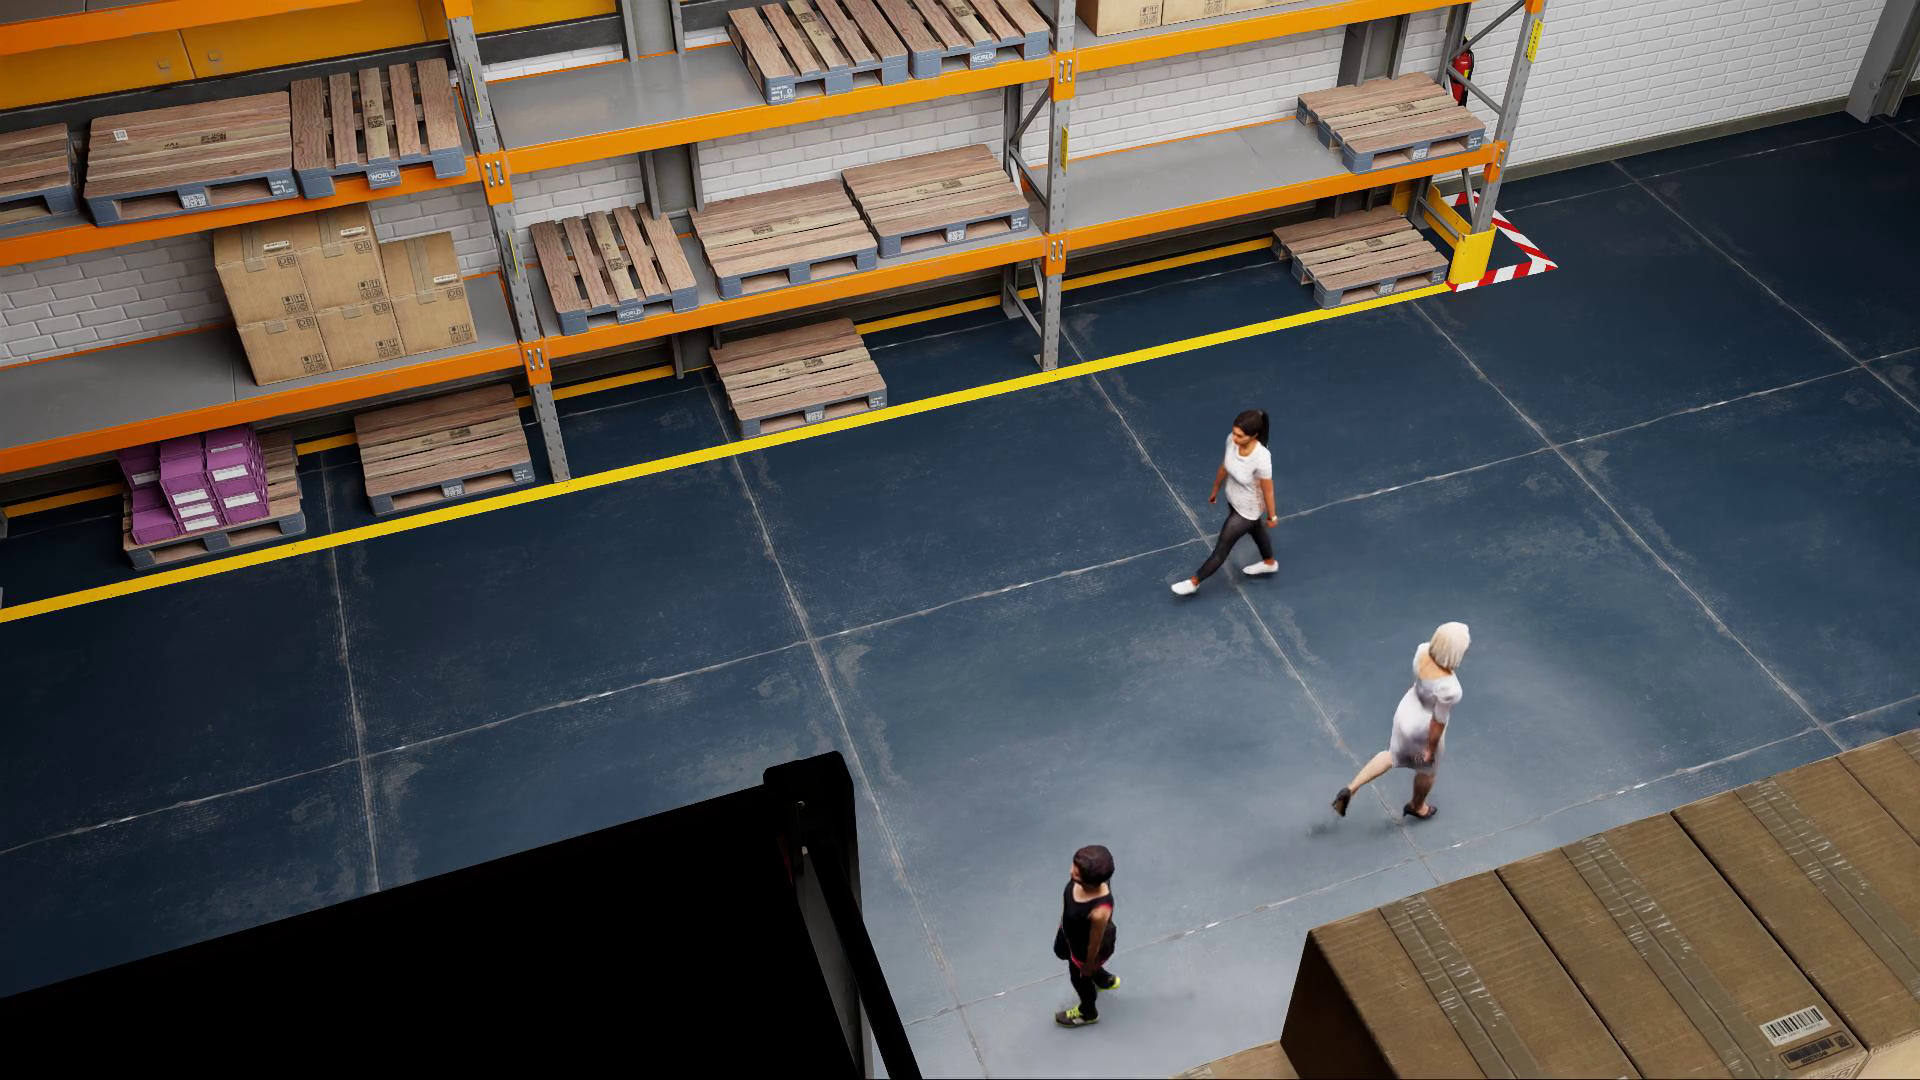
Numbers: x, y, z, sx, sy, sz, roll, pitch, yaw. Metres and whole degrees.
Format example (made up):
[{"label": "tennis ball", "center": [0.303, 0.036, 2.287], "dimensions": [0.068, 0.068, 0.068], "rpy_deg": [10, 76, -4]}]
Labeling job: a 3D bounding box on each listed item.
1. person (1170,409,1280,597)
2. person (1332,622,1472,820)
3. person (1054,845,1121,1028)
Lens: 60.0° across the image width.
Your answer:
[{"label": "person", "center": [2.000, -0.260, 11.272], "dimensions": [1.082, 1.592, 0.624], "rpy_deg": [-15, 46, -15]}, {"label": "person", "center": [2.619, 1.108, 9.737], "dimensions": [0.941, 1.730, 0.580], "rpy_deg": [-12, 45, -13]}, {"label": "person", "center": [0.747, 2.093, 8.838], "dimensions": [0.667, 1.542, 0.623], "rpy_deg": [-4, 44, -4]}]
